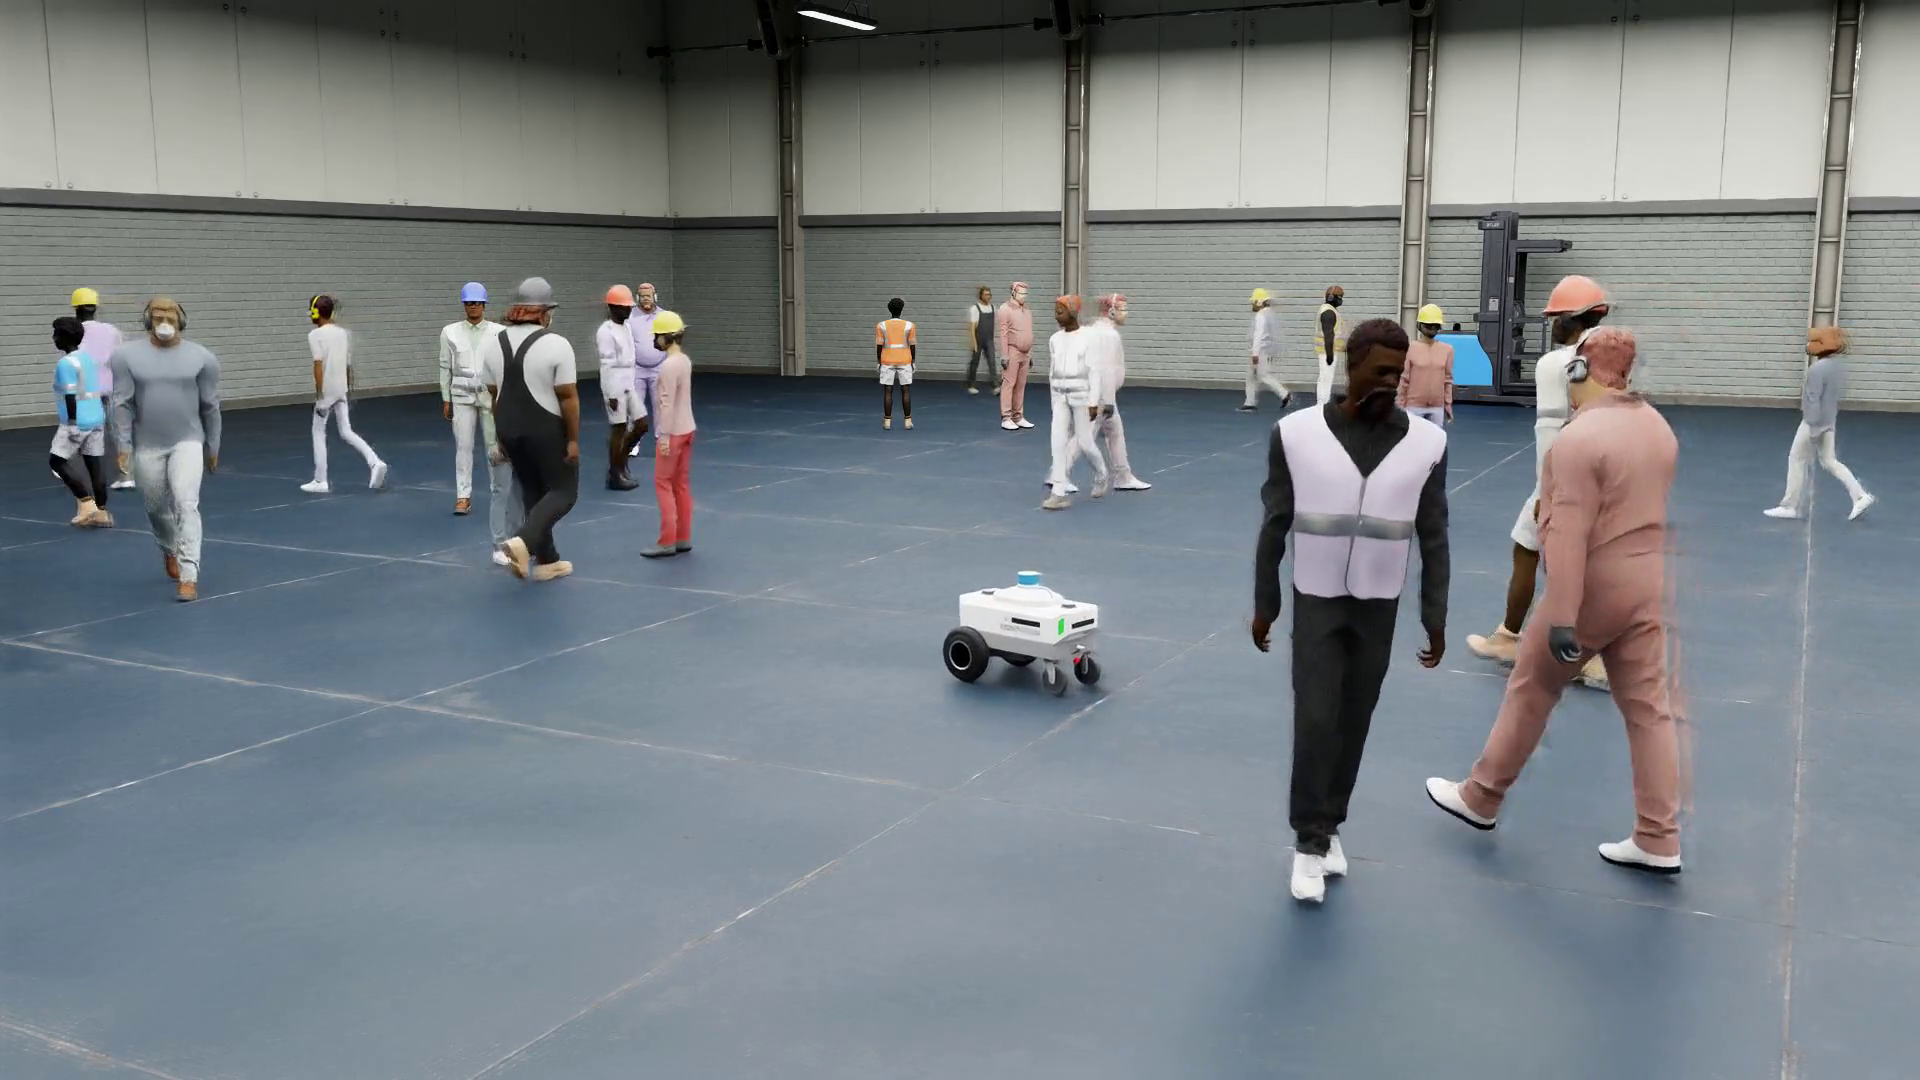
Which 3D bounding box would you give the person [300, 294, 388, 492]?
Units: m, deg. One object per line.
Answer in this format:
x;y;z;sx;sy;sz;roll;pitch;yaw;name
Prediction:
-5.765;-1.358;15.441;0.843;1.844;0.524;3;10;19;person

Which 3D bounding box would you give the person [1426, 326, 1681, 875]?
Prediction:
2.156;0.187;5.851;0.656;1.847;1.017;-6;11;-34;person

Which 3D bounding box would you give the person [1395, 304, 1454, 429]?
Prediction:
3.998;-1.140;14.298;0.533;1.765;0.330;-2;9;-11;person

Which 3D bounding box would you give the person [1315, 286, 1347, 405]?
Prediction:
5.098;-2.568;22.892;0.430;1.835;0.626;2;9;11;person

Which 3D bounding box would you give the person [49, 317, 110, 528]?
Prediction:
-7.019;-0.928;13.236;0.380;1.685;0.535;0;9;-2;person

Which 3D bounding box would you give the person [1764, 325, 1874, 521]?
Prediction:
7.099;-0.957;13.642;0.500;1.605;0.776;-8;12;-39;person

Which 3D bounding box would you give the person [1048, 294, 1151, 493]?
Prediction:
1.271;-1.356;15.415;0.971;1.845;0.681;-1;9;-3;person

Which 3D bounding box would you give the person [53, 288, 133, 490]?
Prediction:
-8.176;-1.414;15.636;0.970;1.876;0.616;5;11;30;person

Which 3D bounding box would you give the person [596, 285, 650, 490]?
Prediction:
-3.155;-1.426;15.592;0.418;1.913;0.572;3;10;15;person

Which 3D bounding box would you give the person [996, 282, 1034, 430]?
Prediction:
0.744;-2.395;21.614;0.410;1.905;0.641;7;11;35;person

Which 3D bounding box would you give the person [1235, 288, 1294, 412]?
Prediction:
4.424;-2.736;24.032;0.803;1.806;0.589;3;10;17;person

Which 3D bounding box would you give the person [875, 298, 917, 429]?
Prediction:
-0.828;-2.291;21.600;0.538;1.695;0.319;0;9;0;person

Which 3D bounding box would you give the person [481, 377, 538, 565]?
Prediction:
-3.148;-0.655;11.706;0.274;1.632;0.507;4;10;25;person

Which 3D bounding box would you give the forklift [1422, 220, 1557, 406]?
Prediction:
8.245;-3.527;25.720;1.873;2.768;1.129;5;10;27;forklift

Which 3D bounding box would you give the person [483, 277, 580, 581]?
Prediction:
-2.781;-0.696;10.838;0.693;2.000;0.751;4;10;25;person

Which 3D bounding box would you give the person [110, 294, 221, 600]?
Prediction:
-5.050;-0.616;10.648;0.630;1.914;0.904;-3;10;-19;person

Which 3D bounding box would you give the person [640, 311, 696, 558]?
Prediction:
-2.101;-0.767;12.021;0.355;1.765;0.539;1;9;8;person

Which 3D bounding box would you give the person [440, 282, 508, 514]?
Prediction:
-4.086;-1.198;14.085;0.605;1.951;0.384;-2;9;-12;person

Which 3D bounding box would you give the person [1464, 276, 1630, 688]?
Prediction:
2.981;-0.308;8.388;0.648;2.010;0.924;-5;10;-27;person

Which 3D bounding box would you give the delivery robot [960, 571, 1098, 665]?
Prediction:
0.341;0.401;8.356;0.707;0.478;0.477;8;12;41;delivery robot

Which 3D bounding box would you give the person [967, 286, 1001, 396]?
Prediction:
0.385;-3.280;27.436;0.527;1.791;0.985;-5;11;-29;person

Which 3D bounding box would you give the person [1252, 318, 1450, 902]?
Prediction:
1.301;0.228;5.454;0.617;1.890;0.732;0;9;0;person

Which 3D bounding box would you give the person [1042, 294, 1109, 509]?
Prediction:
1.011;-1.220;14.530;0.595;1.851;0.833;7;12;37;person

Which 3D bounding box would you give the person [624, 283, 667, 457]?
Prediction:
-3.452;-1.879;18.418;0.639;1.911;0.402;-2;9;-14;person
